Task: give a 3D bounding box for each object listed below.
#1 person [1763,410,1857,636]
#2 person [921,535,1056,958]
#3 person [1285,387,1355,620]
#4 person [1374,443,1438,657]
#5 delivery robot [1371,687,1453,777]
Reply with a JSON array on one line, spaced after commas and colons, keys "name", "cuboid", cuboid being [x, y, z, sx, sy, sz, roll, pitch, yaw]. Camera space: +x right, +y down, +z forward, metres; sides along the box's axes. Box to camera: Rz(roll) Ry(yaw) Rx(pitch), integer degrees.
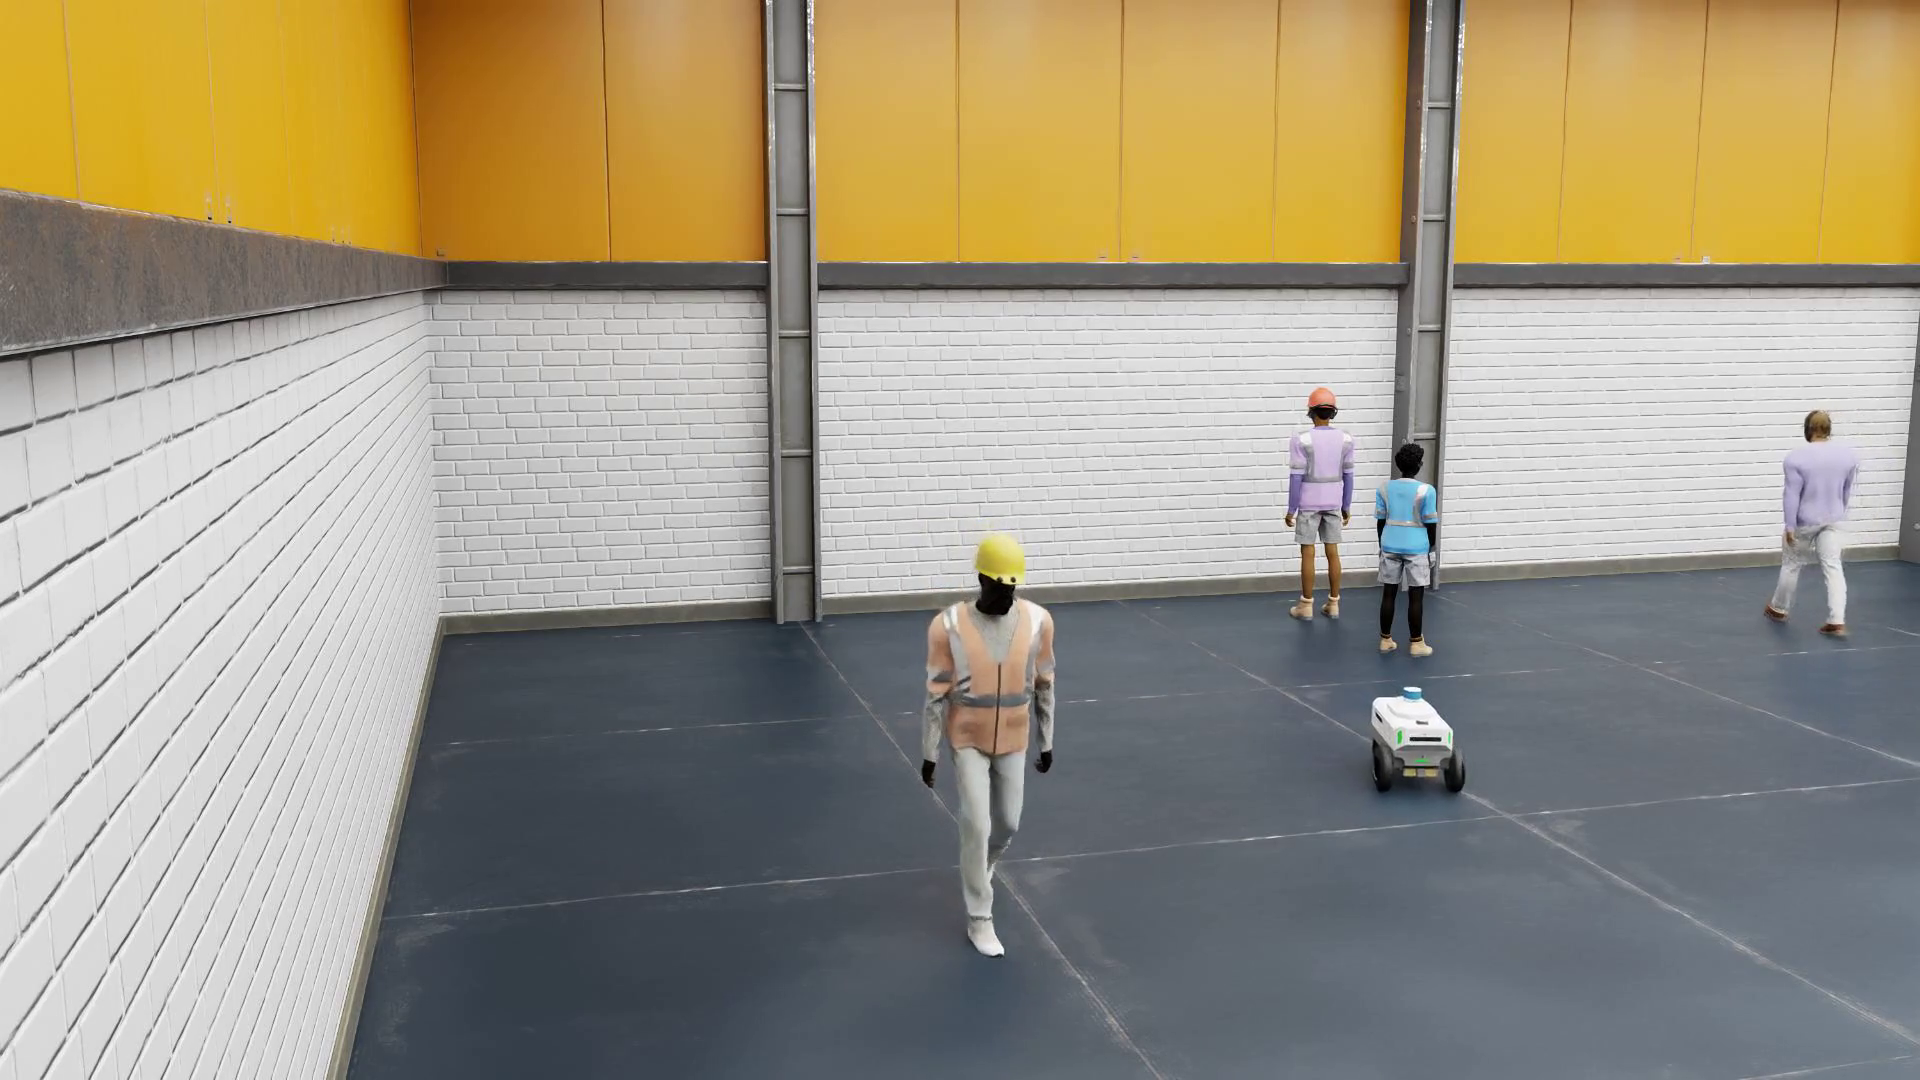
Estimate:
[{"name": "person", "cuboid": [7.240, -0.158, 14.100, 0.632, 1.891, 1.023, 0, 9, 1]}, {"name": "person", "cuboid": [0.113, 0.875, 7.647, 0.627, 1.893, 0.778, -2, 9, -15]}, {"name": "person", "cuboid": [3.138, -0.316, 14.587, 0.616, 2.041, 0.378, -2, 9, -14]}, {"name": "person", "cuboid": [3.539, 0.081, 13.188, 0.532, 1.696, 0.319, 8, 12, 41]}, {"name": "delivery robot", "cuboid": [2.695, 1.123, 9.940, 0.477, 0.478, 0.707, 0, 9, 2]}]
